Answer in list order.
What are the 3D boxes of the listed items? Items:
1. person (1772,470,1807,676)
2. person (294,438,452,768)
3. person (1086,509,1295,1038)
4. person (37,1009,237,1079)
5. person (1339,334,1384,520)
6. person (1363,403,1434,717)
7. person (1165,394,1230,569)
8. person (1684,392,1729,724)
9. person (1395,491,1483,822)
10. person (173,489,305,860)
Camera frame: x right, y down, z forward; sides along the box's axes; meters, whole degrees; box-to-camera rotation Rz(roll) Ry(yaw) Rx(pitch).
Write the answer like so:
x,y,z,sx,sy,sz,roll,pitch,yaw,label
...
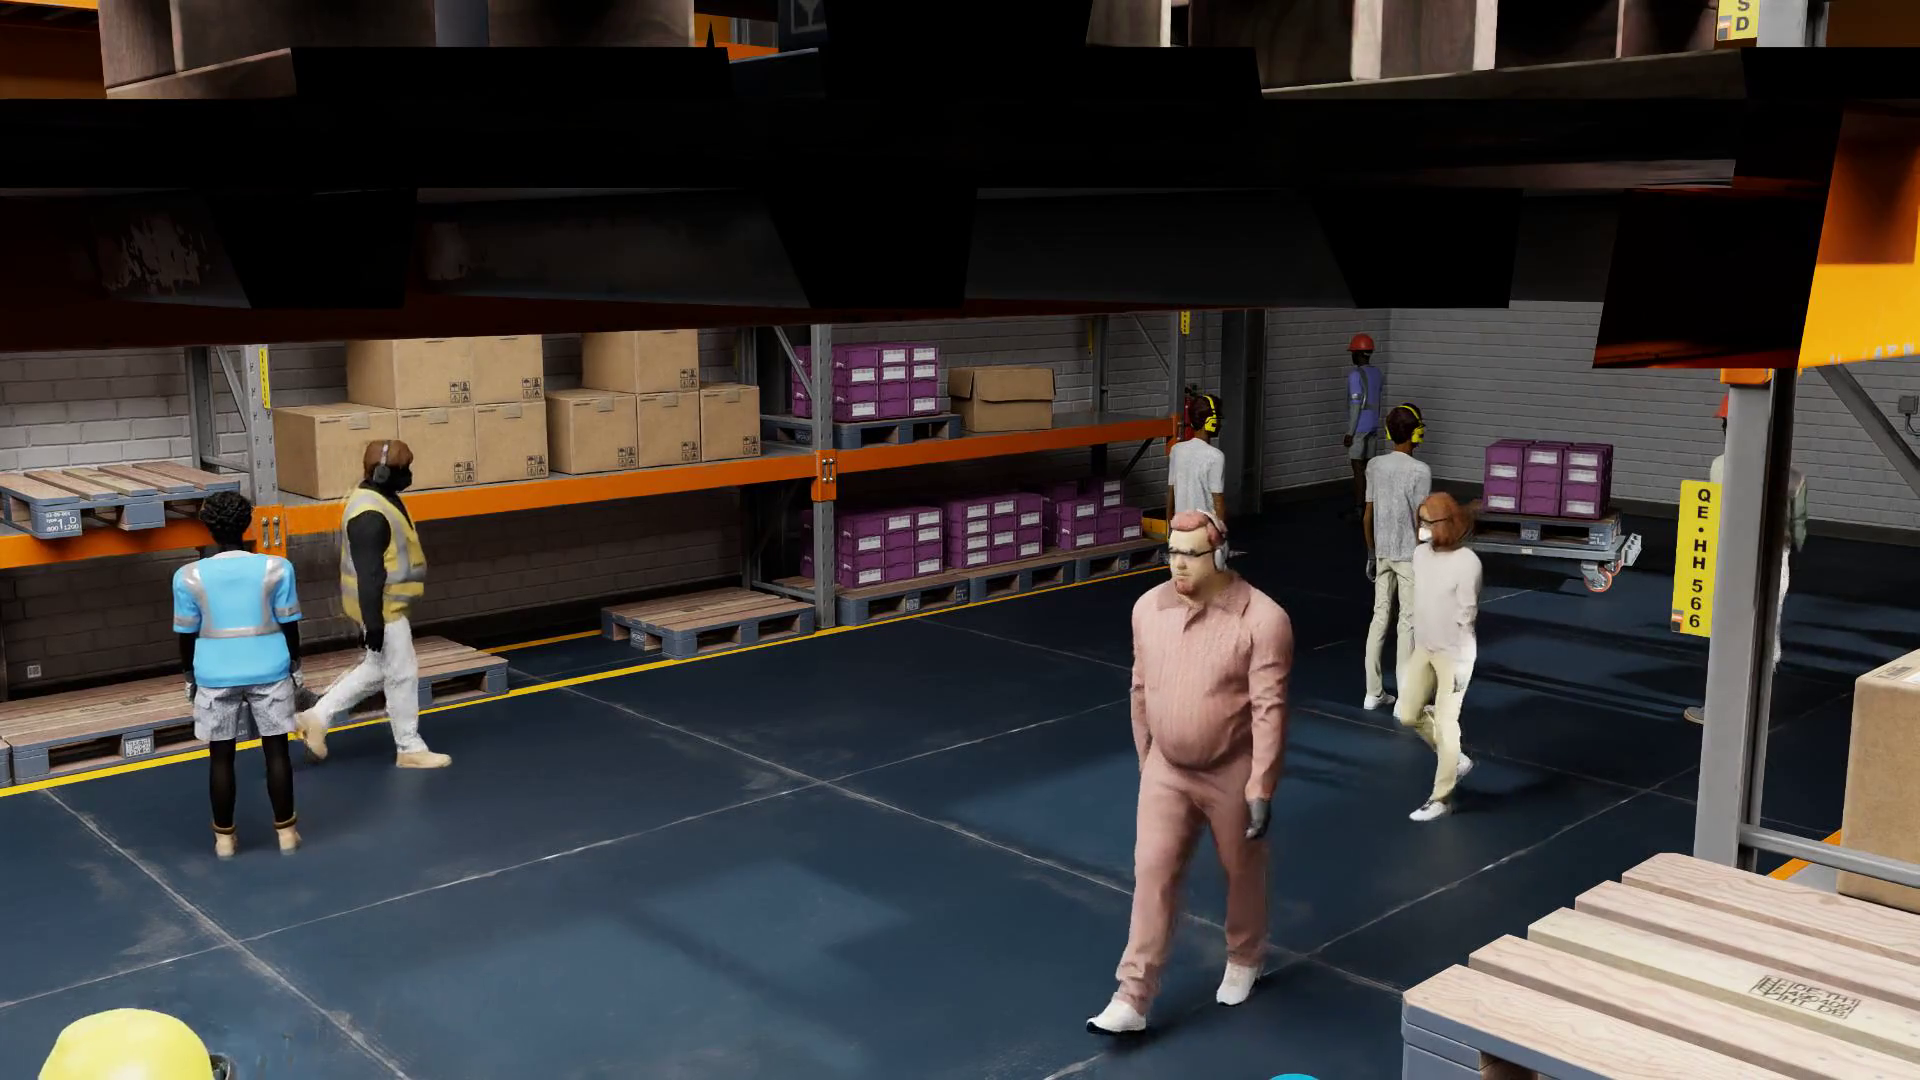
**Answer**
x,y,z,sx,sy,sz,roll,pitch,yaw,label
5.309,0.071,11.036,0.539,1.590,0.880,4,10,22,person
-3.135,0.359,8.747,0.734,1.809,0.650,-2,10,-11,person
0.829,0.823,5.841,0.661,1.854,0.977,6,12,33,person
-1.154,1.488,2.359,0.912,1.712,0.544,-8,12,-38,person
4.162,-1.176,17.326,0.375,1.935,0.551,9,13,43,person
2.634,0.121,9.929,0.328,1.873,0.513,-7,12,-35,person
1.524,0.004,10.618,0.309,1.868,0.534,-7,12,-34,person
4.528,0.105,9.710,0.607,1.987,0.408,-6,12,-33,person
2.353,0.563,8.071,0.394,1.615,0.496,-4,11,-25,person
-3.257,0.618,7.546,0.537,1.694,0.320,-4,10,-20,person
